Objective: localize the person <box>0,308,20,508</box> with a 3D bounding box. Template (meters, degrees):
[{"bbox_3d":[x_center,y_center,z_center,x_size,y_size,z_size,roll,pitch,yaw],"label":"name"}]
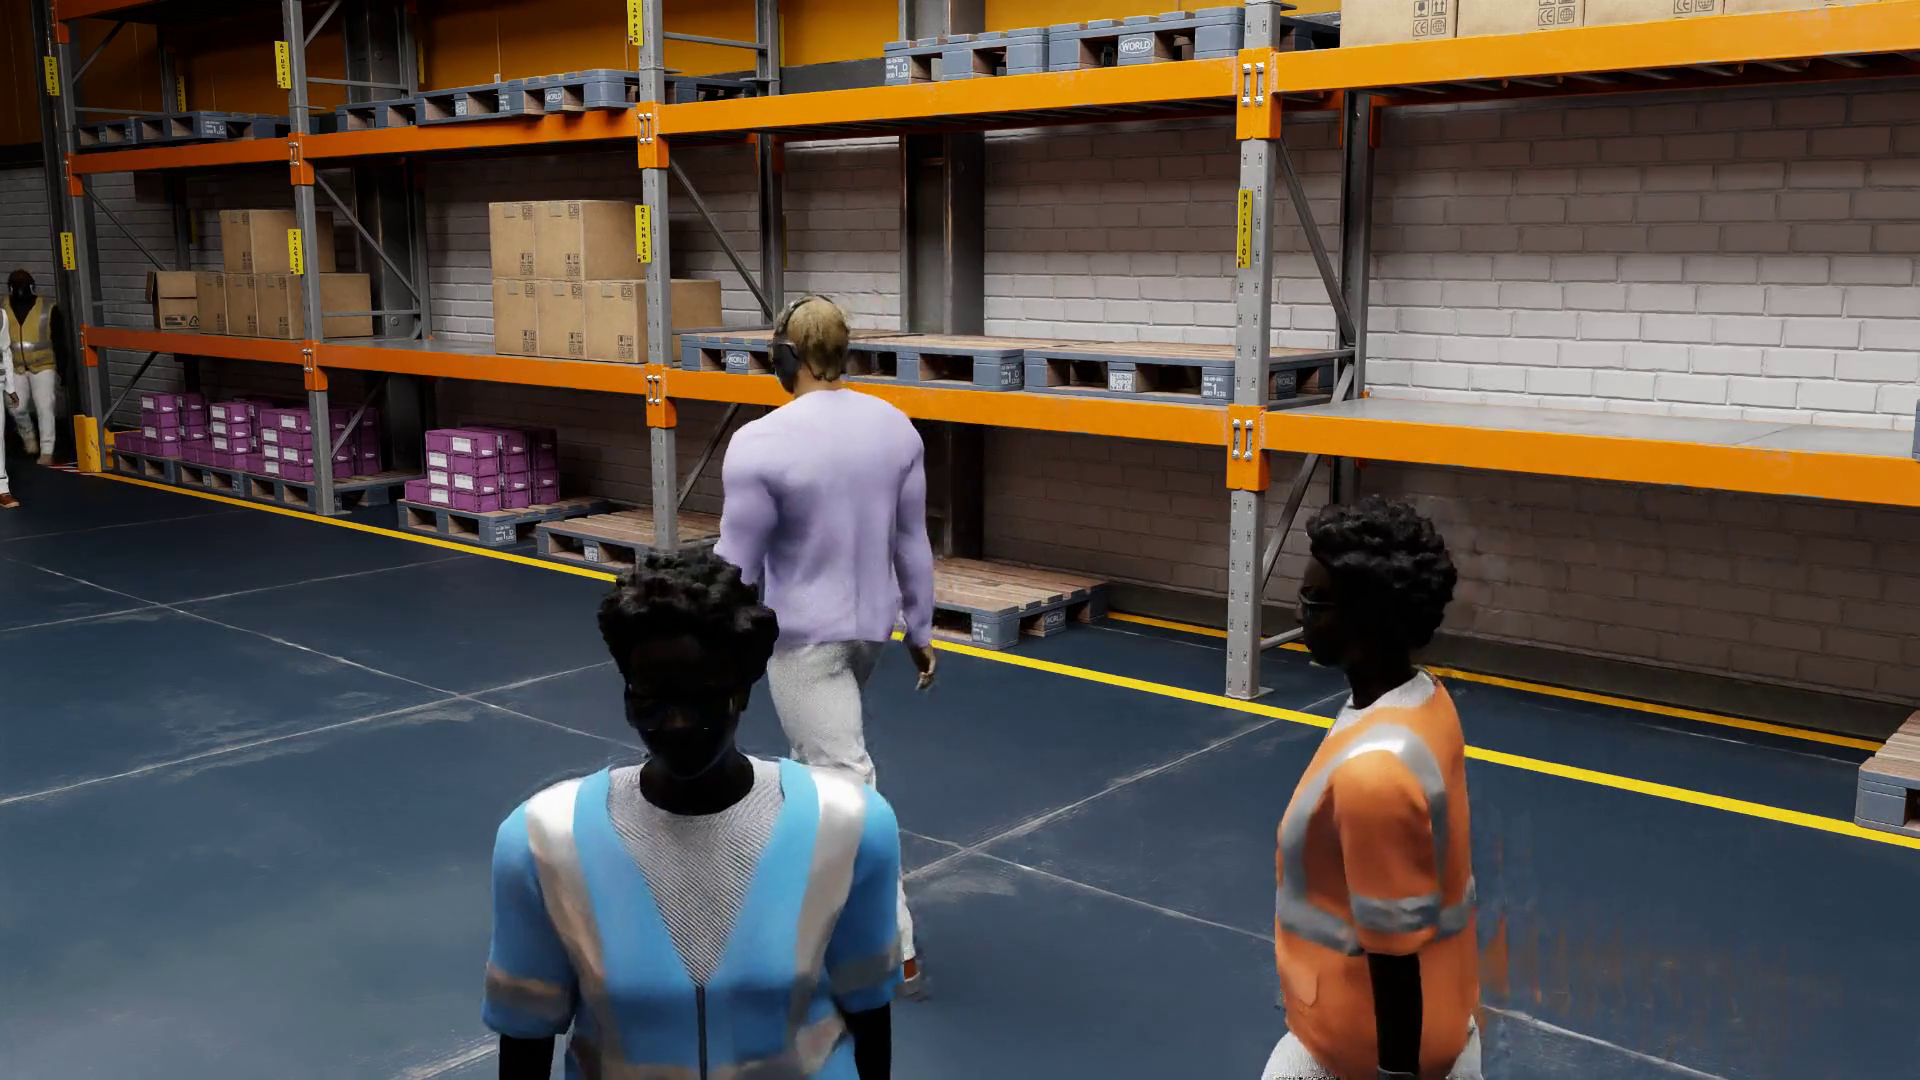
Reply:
[{"bbox_3d":[-7.596,-1.163,12.848,0.343,1.882,0.585,8,13,39],"label":"person"}]

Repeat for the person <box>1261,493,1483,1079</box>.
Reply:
[{"bbox_3d":[0.698,0.747,2.625,0.876,1.659,0.526,4,11,24],"label":"person"}]

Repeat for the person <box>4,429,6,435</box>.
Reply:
[{"bbox_3d":[-9.469,-1.750,15.747,0.706,2.000,0.701,0,10,-2],"label":"person"}]

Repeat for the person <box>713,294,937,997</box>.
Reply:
[{"bbox_3d":[-0.448,0.265,4.688,1.022,1.887,0.656,9,14,43],"label":"person"}]

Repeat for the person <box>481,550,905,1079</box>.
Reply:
[{"bbox_3d":[-0.346,0.806,2.268,0.540,1.670,0.786,-1,10,-6],"label":"person"}]

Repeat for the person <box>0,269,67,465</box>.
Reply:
[{"bbox_3d":[-8.723,-1.622,15.621,0.644,1.830,0.569,-3,10,-17],"label":"person"}]
